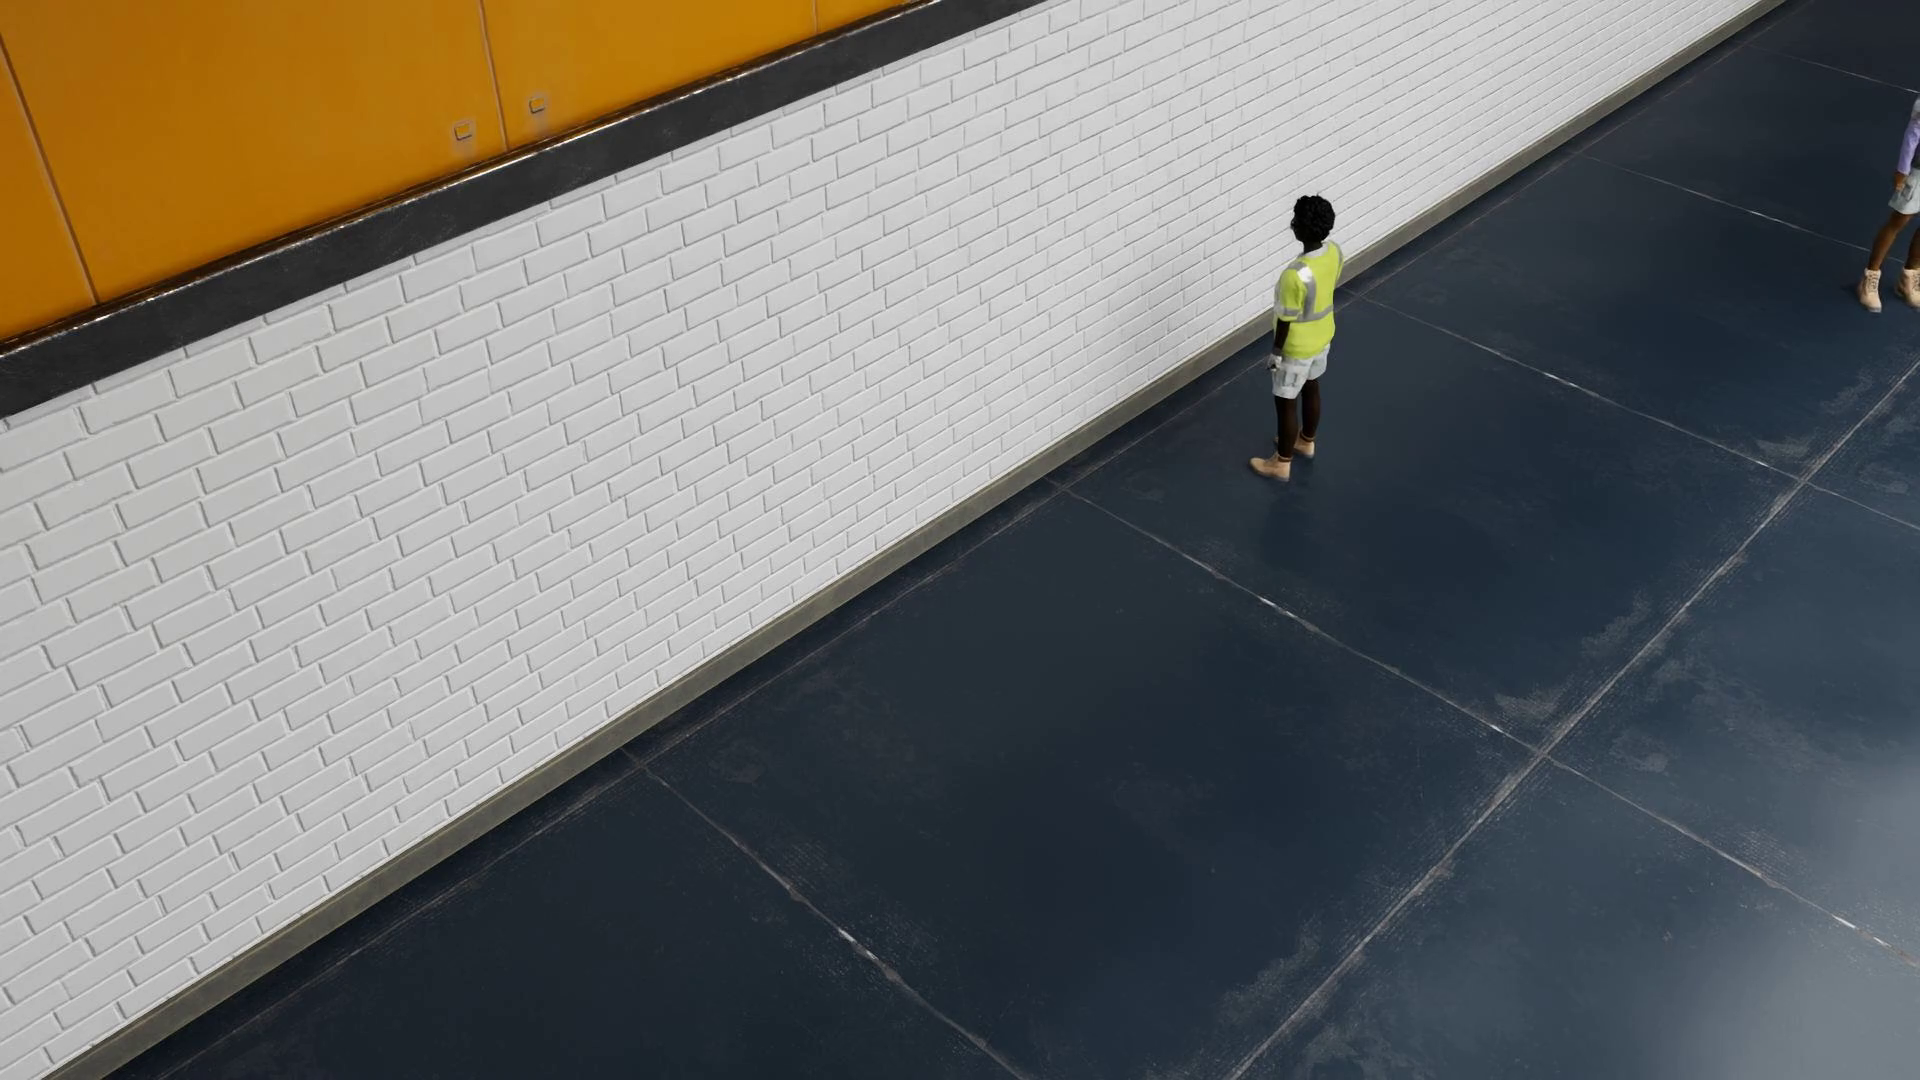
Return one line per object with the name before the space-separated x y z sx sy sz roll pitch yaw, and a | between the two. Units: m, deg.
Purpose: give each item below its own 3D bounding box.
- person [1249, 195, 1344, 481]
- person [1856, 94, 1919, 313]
person | 1.877 -1.109 9.169 0.322 1.689 0.529 26 45 29
person | 6.207 -2.375 10.473 0.613 2.038 0.392 -1 39 -1
